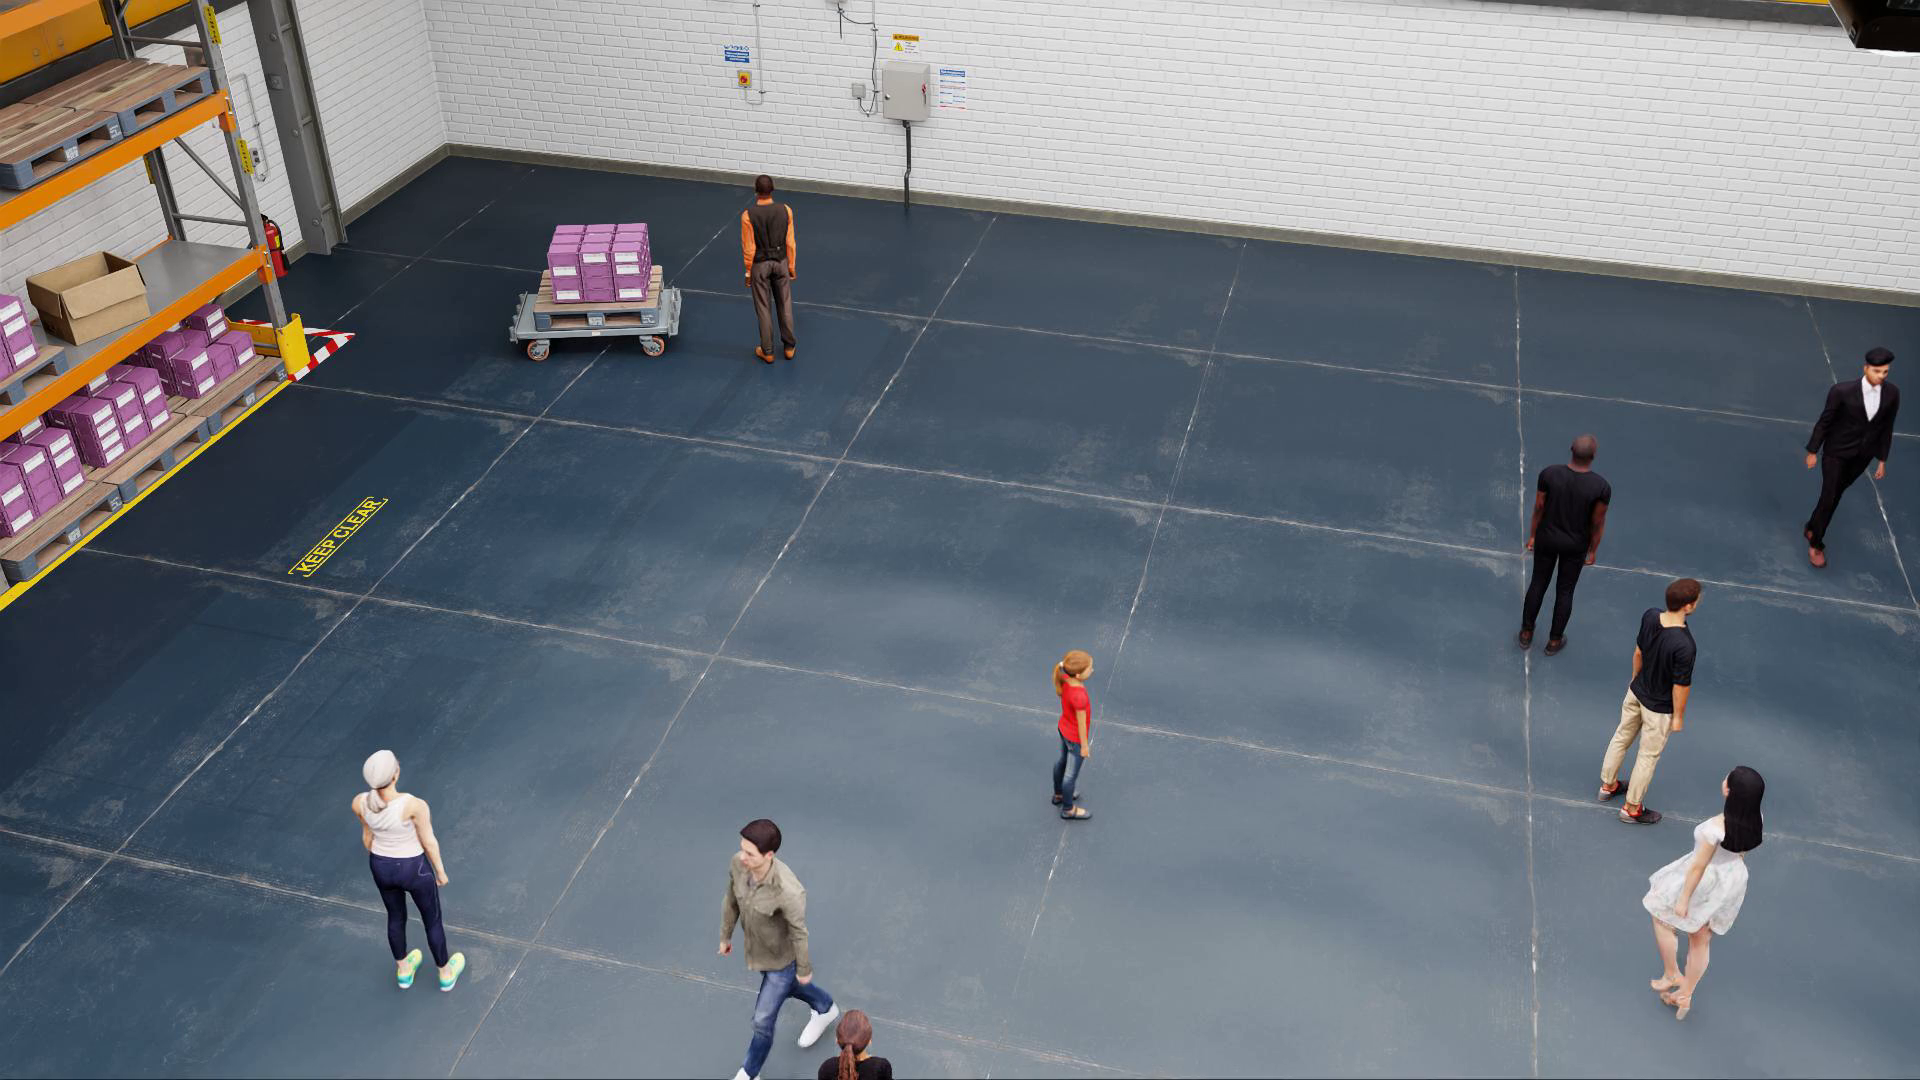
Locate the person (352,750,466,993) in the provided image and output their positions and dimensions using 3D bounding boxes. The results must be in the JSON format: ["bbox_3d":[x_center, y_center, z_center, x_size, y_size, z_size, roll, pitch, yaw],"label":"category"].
[{"bbox_3d":[-3.198,1.913,9.549,0.624,1.698,0.576,4,34,6],"label":"person"}]

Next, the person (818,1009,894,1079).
[{"bbox_3d":[-0.508,2.936,8.156,0.659,1.535,0.882,1,34,2],"label":"person"}]

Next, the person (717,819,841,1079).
[{"bbox_3d":[-0.939,2.181,9.022,1.276,1.833,1.100,-27,42,-34],"label":"person"}]

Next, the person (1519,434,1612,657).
[{"bbox_3d":[4.438,0.030,12.272,0.720,1.818,0.641,18,38,25],"label":"person"}]

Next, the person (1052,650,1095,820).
[{"bbox_3d":[0.732,1.256,10.887,0.623,1.310,0.535,-9,35,-13],"label":"person"}]

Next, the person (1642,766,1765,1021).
[{"bbox_3d":[4.239,2.037,9.306,0.788,1.761,0.844,-13,36,-18],"label":"person"}]

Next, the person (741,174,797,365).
[{"bbox_3d":[-1.852,-2.647,16.219,0.798,1.908,0.829,-13,36,-19],"label":"person"}]

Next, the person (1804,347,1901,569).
[{"bbox_3d":[7.129,-0.755,13.415,0.828,1.860,0.943,0,34,-1],"label":"person"}]

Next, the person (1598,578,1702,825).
[{"bbox_3d":[4.474,1.026,10.740,0.766,1.856,0.652,-10,35,-15],"label":"person"}]
